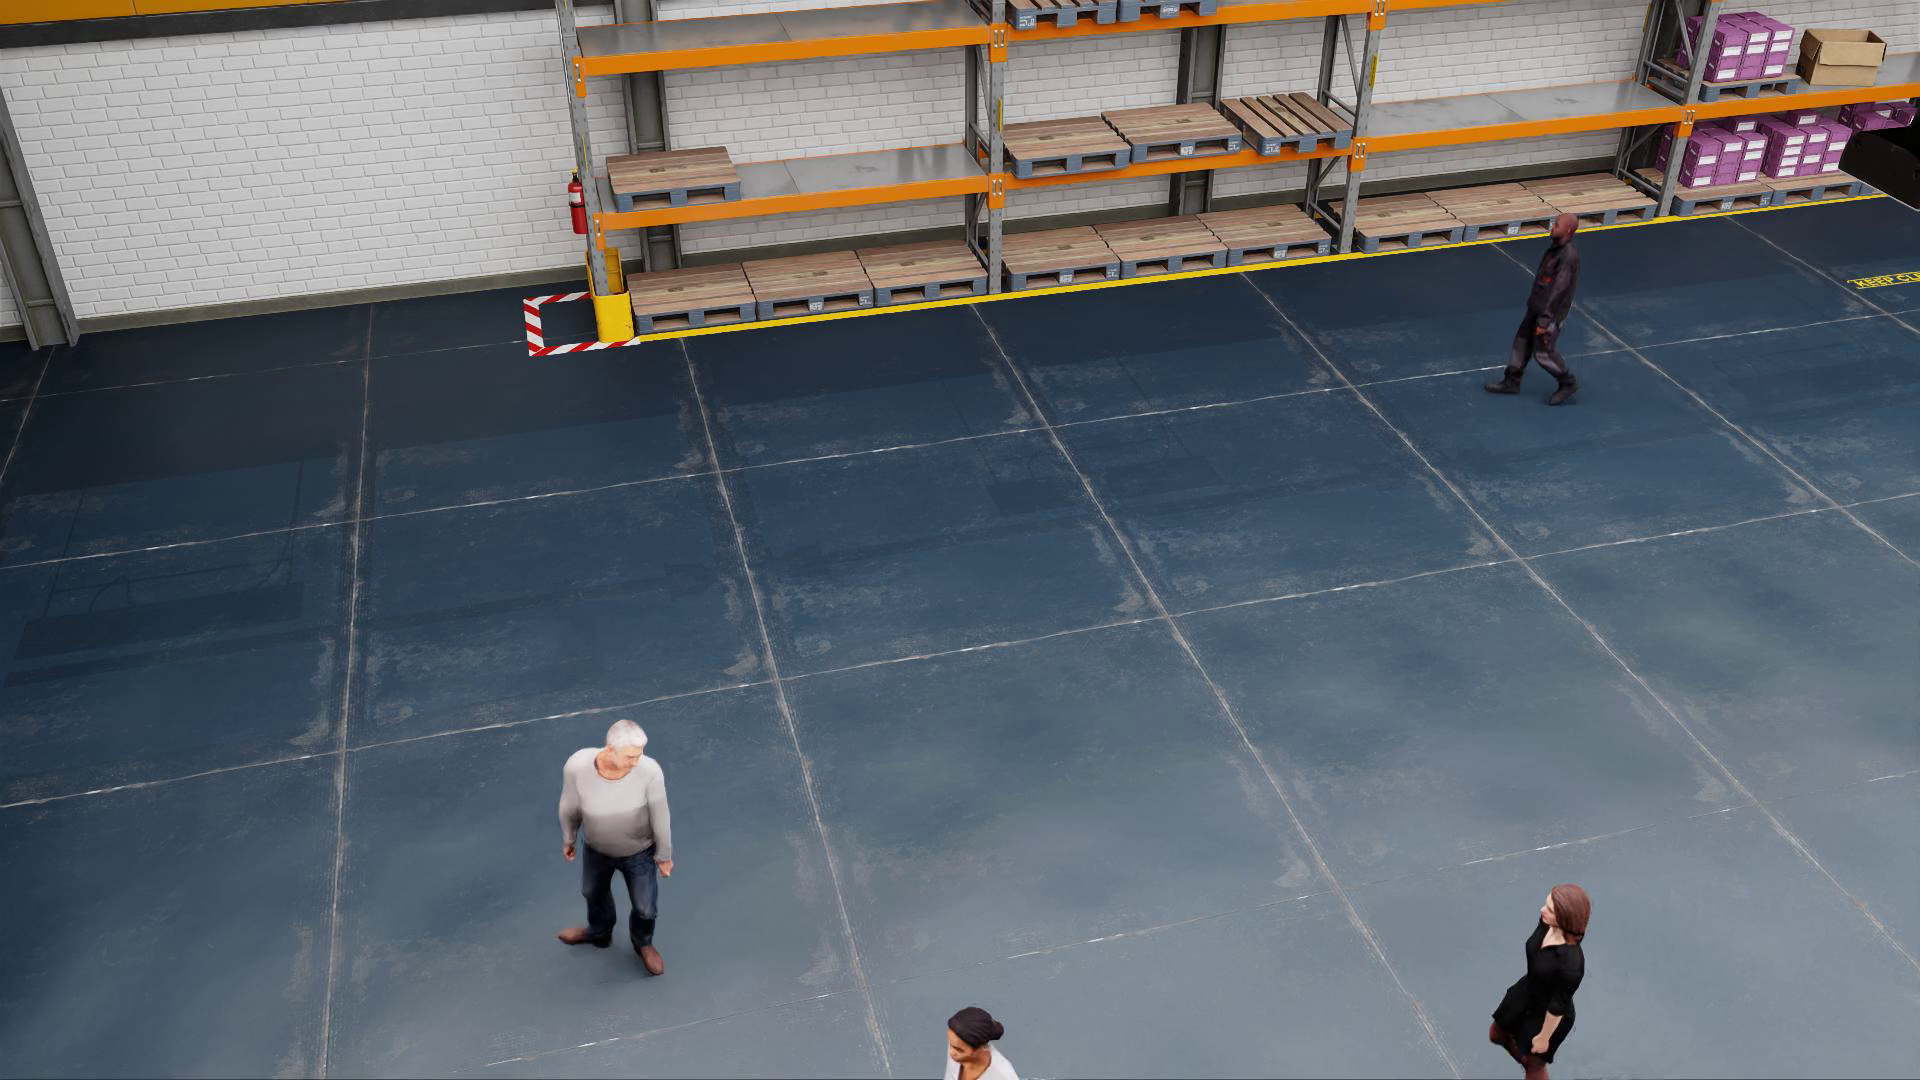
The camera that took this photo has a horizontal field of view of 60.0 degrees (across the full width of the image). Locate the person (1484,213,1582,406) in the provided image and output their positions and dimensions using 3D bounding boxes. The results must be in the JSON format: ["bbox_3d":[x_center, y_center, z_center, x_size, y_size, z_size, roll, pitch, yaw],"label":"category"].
[{"bbox_3d":[5.386,-2.072,14.993,1.128,1.826,0.876,1,34,1],"label":"person"}]

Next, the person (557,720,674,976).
[{"bbox_3d":[-1.942,1.688,9.306,0.889,1.860,1.117,14,36,20],"label":"person"}]

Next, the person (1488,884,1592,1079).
[{"bbox_3d":[3.029,2.385,8.407,0.659,1.693,0.634,-3,34,-4],"label":"person"}]

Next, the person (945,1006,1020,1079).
[{"bbox_3d":[0.178,2.776,7.796,0.986,1.719,0.868,-28,43,-35],"label":"person"}]
